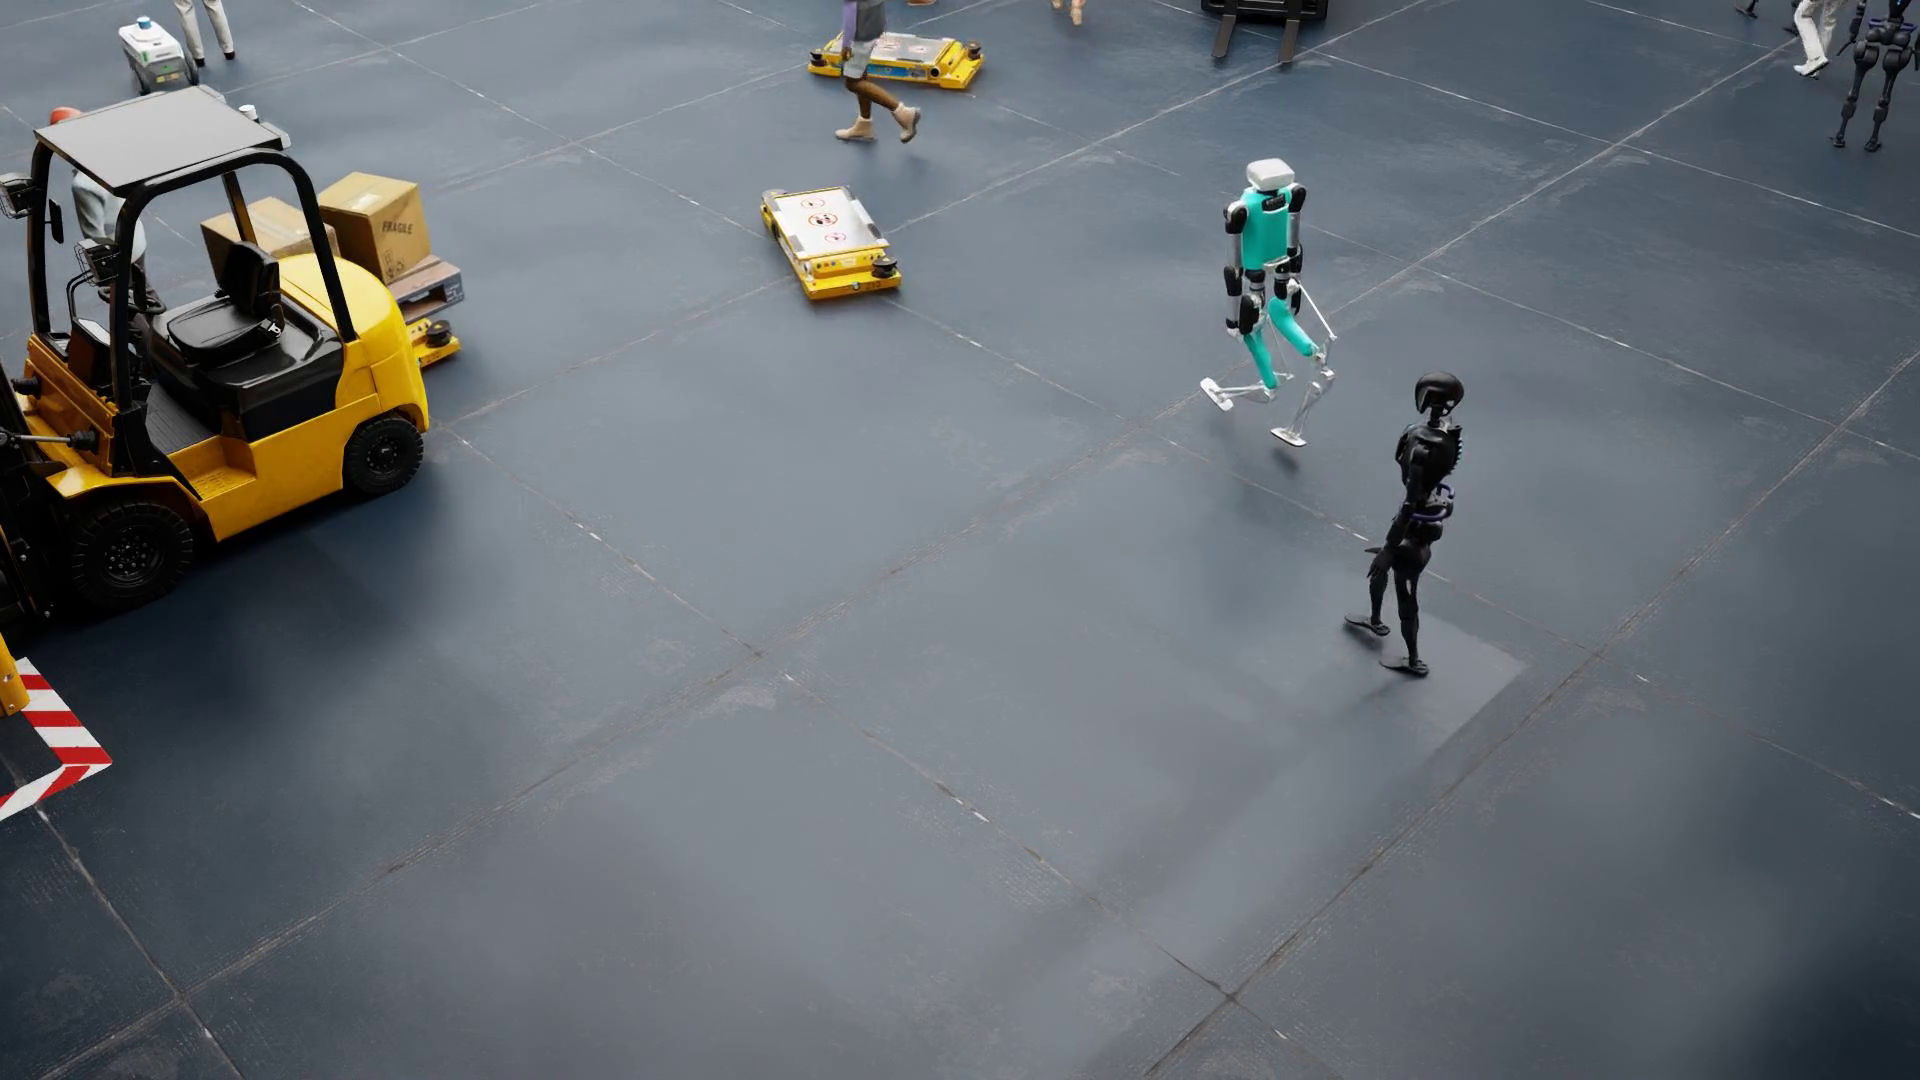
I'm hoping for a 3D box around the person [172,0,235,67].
[{"bbox_3d":[-6.752,-5.024,14.458,0.539,1.784,0.388,-21,42,-26],"label":"person"}]

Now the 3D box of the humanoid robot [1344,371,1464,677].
[{"bbox_3d":[2.131,-0.074,7.923,0.496,1.649,0.583,17,40,21],"label":"humanoid robot"}]

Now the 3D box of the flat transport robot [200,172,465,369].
[{"bbox_3d":[-3.995,-1.417,10.894,1.431,0.231,0.659,27,44,31],"label":"flat transport robot"}]

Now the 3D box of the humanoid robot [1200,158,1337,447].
[{"bbox_3d":[1.813,-1.273,9.479,0.558,1.732,1.030,-21,41,-25],"label":"humanoid robot"}]

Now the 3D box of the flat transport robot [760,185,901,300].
[{"bbox_3d":[-0.944,-2.156,11.883,0.659,0.231,1.431,-12,38,-15],"label":"flat transport robot"}]

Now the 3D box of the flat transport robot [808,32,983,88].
[{"bbox_3d":[-0.565,-4.252,14.688,1.431,0.231,0.659,9,38,12],"label":"flat transport robot"}]

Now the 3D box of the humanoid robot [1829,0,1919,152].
[{"bbox_3d":[7.237,-3.896,13.023,0.599,1.657,0.315,17,40,22],"label":"humanoid robot"}]

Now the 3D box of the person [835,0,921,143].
[{"bbox_3d":[-0.674,-3.968,12.859,0.691,2.008,0.650,7,37,9],"label":"person"}]

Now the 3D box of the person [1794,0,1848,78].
[{"bbox_3d":[7.453,-4.744,14.206,0.535,1.621,0.397,-12,38,-15],"label":"person"}]

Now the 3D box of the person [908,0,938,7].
[{"bbox_3d":[-0.427,-6.055,15.723,0.359,1.931,0.626,-14,39,-17],"label":"person"}]

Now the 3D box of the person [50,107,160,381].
[{"bbox_3d":[-5.186,-1.807,10.188,0.350,1.737,0.572,-2,37,-3],"label":"person"}]

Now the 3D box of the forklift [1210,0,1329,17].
[{"bbox_3d":[3.106,-6.400,15.960,1.214,2.155,2.313,8,37,10],"label":"forklift"}]

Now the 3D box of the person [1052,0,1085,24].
[{"bbox_3d":[1.070,-5.786,15.499,0.547,1.756,0.769,-2,37,-2],"label":"person"}]

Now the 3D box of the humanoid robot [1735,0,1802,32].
[{"bbox_3d":[7.657,-5.535,15.270,0.596,1.623,0.767,-9,38,-12],"label":"humanoid robot"}]

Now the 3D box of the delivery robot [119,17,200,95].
[{"bbox_3d":[-6.979,-4.215,14.394,0.499,0.587,0.782,-25,43,-30],"label":"delivery robot"}]

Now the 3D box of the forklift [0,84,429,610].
[{"bbox_3d":[-4.145,-1.093,8.856,2.313,2.155,1.214,-31,47,-34],"label":"forklift"}]
